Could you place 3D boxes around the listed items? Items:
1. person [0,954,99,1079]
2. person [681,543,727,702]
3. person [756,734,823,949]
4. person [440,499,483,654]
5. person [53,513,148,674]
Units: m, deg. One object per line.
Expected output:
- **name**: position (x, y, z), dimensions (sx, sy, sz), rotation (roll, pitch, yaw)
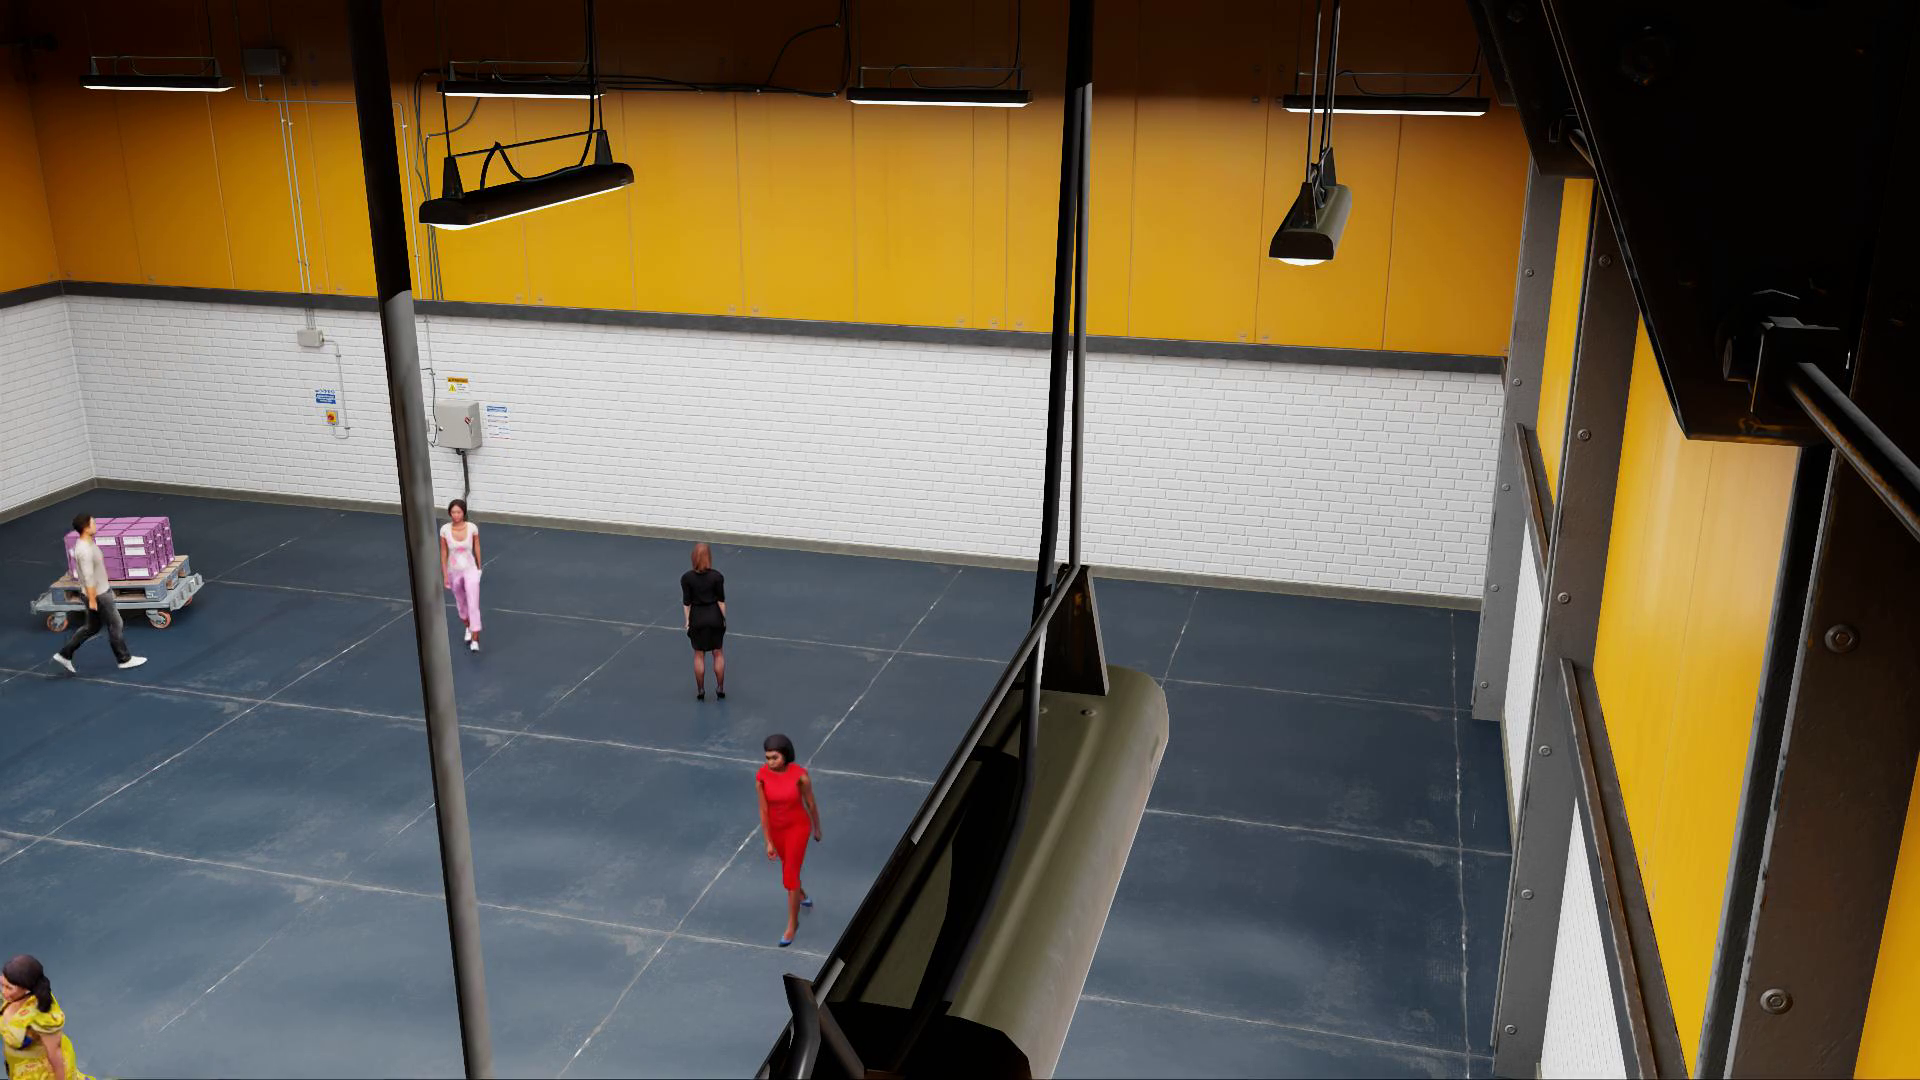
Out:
- **person**: position (-5.511, 3.212, 10.156), dimensions (1.028, 1.618, 1.291), rotation (16, 24, 39)
- **person**: position (-2.604, 0.842, 17.054), dimensions (0.650, 1.706, 0.625), rotation (-3, 19, -8)
- **person**: position (-1.293, 2.249, 12.888), dimensions (0.626, 1.698, 0.961), rotation (1, 19, 4)
- **person**: position (-5.522, 0.371, 18.466), dimensions (0.933, 1.698, 1.189), rotation (-4, 19, -12)
- **person**: position (-9.295, 0.591, 17.682), dimensions (1.183, 1.783, 1.105), rotation (-11, 22, -30)
